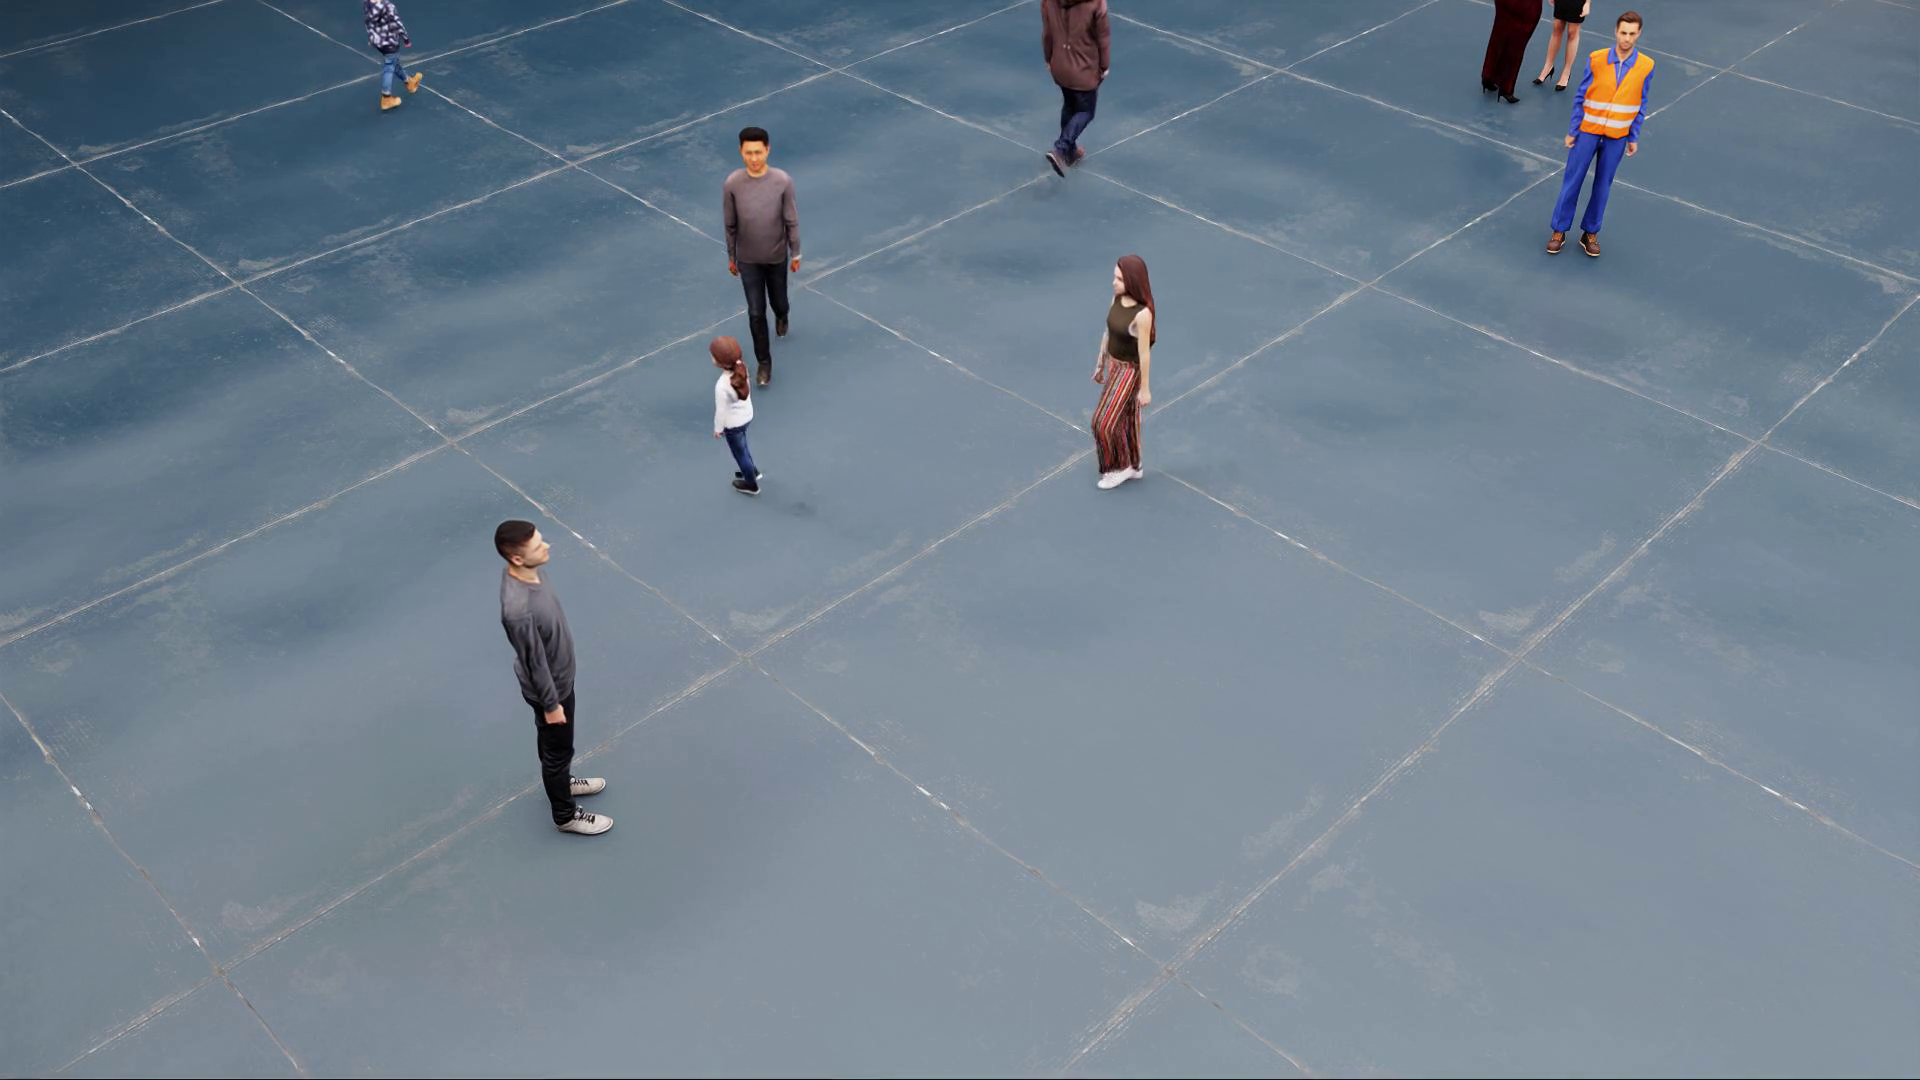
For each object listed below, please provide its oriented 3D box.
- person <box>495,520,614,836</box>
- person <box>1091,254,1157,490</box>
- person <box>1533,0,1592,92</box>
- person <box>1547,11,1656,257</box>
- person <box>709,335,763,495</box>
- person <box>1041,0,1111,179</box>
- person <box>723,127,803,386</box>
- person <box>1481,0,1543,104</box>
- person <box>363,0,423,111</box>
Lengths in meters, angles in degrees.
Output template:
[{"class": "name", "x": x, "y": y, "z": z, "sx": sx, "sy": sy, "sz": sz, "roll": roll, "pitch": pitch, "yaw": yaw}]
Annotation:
[{"class": "person", "x": -1.915, "y": 0.632, "z": 7.679, "sx": 0.709, "sy": 1.761, "sz": 0.701, "roll": -9, "pitch": 38, "yaw": -12}, {"class": "person", "x": 1.068, "y": -1.015, "z": 10.027, "sx": 0.742, "sy": 1.542, "sz": 0.689, "roll": -13, "pitch": 39, "yaw": -17}, {"class": "person", "x": 5.558, "y": -4.913, "z": 15.068, "sx": 0.516, "sy": 1.646, "sz": 0.573, "roll": -25, "pitch": 44, "yaw": -29}, {"class": "person", "x": 4.790, "y": -3.027, "z": 12.407, "sx": 0.782, "sy": 1.864, "sz": 0.798, "roll": 7, "pitch": 38, "yaw": 10}, {"class": "person", "x": -1.302, "y": -0.733, "z": 10.020, "sx": 0.586, "sy": 1.101, "sz": 0.503, "roll": 15, "pitch": 40, "yaw": 19}, {"class": "person", "x": 0.905, "y": -3.823, "z": 13.485, "sx": 0.848, "sy": 1.827, "sz": 1.031, "roll": 23, "pitch": 43, "yaw": 27}, {"class": "person", "x": -1.296, "y": -1.932, "z": 11.061, "sx": 1.064, "sy": 1.750, "sz": 1.011, "roll": 24, "pitch": 43, "yaw": 28}, {"class": "person", "x": 4.963, "y": -4.795, "z": 14.821, "sx": 0.748, "sy": 1.757, "sz": 0.750, "roll": -12, "pitch": 39, "yaw": -15}, {"class": "person", "x": -5.144, "y": -4.436, "z": 14.793, "sx": 0.655, "sy": 1.219, "sz": 0.876, "roll": 18, "pitch": 41, "yaw": 22}]
